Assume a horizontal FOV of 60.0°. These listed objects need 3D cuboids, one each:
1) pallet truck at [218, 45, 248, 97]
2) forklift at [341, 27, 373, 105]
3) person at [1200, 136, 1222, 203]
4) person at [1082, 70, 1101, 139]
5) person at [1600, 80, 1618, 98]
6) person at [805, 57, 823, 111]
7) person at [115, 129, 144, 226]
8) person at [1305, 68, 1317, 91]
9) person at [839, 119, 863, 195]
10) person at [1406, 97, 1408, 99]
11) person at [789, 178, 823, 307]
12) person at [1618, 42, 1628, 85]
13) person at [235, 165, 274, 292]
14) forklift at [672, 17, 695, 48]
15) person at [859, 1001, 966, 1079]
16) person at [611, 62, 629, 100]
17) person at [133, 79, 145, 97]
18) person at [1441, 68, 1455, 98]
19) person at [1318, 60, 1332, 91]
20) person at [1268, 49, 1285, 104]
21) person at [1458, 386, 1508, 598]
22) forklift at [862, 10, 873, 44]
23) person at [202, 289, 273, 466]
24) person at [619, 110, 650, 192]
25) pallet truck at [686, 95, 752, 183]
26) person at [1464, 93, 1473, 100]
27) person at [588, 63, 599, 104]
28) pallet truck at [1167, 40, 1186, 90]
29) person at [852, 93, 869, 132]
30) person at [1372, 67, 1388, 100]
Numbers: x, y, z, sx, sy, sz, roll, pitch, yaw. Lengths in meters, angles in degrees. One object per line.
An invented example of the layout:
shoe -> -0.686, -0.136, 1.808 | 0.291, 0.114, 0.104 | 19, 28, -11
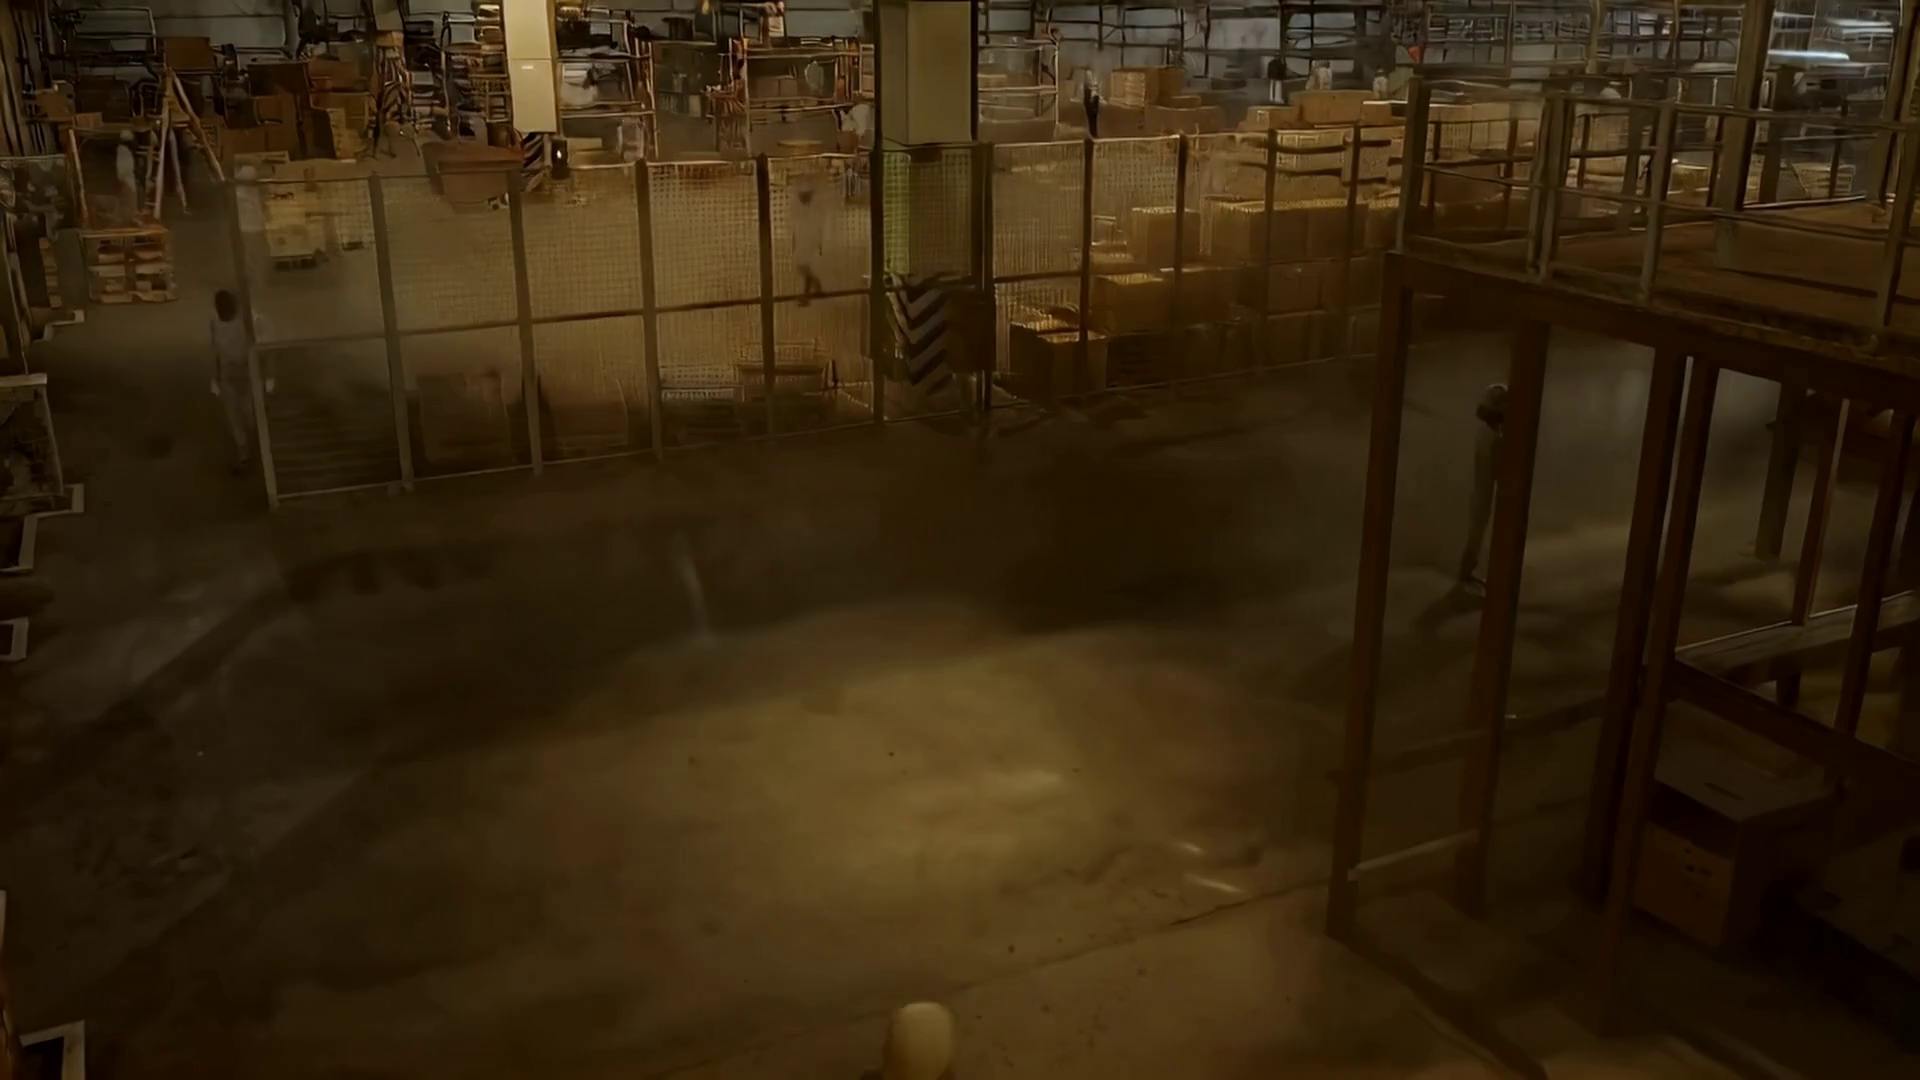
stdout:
pallet truck -> -28.879, -18.665, 66.111 | 0.823, 1.965, 1.885 | -3, 19, -9
forklift -> -22.273, -17.348, 60.959 | 1.873, 2.768, 1.129 | -9, 21, -25
person -> 4.915, -6.939, 32.343 | 0.399, 1.851, 0.549 | 13, 23, 32
person -> 3.892, -12.935, 49.433 | 0.539, 2.000, 0.689 | -3, 19, -8
person -> 18.617, -12.294, 47.762 | 0.553, 1.922, 0.729 | -4, 19, -12
person -> -5.189, -16.291, 59.340 | 0.651, 1.922, 0.453 | -8, 20, -21
person -> -16.438, -7.161, 32.909 | 0.455, 1.897, 0.605 | -4, 19, -12
person -> 12.180, -15.488, 57.493 | 0.805, 1.595, 0.523 | 9, 21, 24
person -> -2.441, -8.617, 37.445 | 0.537, 1.698, 0.320 | 0, 19, -1
person -> 12.363, -11.384, 45.179 | 0.613, 1.872, 0.952 | 4, 19, 12
person -> -2.311, -4.521, 25.218 | 0.558, 1.926, 0.630 | 10, 21, 27
person -> 28.786, -20.593, 71.934 | 0.429, 1.844, 0.624 | -14, 24, -36
person -> -11.163, -4.906, 26.255 | 0.492, 1.982, 0.631 | 5, 20, 15
forklift -> -11.994, -21.337, 72.523 | 1.129, 2.768, 1.873 | -13, 23, -33
person -> -0.107, 2.346, 5.330 | 0.618, 1.898, 0.960 | 6, 20, 18
person -> -12.117, -16.273, 59.324 | 0.641, 1.910, 0.913 | -15, 24, -38
person -> -25.297, -13.411, 51.436 | 0.522, 1.631, 0.324 | 7, 20, 19
person -> 16.451, -15.025, 56.031 | 0.539, 1.678, 0.611 | -6, 20, -16
person -> 12.548, -15.616, 57.467 | 0.614, 1.866, 0.631 | -13, 23, -32
person -> 11.854, -17.349, 62.297 | 0.612, 1.995, 0.376 | 6, 20, 16
person -> 4.292, -0.405, 13.560 | 0.312, 1.744, 0.487 | 6, 20, 17
forklift -> -4.614, -25.214, 83.762 | 1.873, 2.768, 1.129 | -7, 20, -18
person -> -7.413, -1.672, 17.103 | 0.650, 1.831, 0.445 | -1, 19, -3
person -> -7.465, -8.952, 38.243 | 0.636, 1.809, 0.828 | 3, 19, 7
pallet truck -> -5.836, -9.608, 39.856 | 0.823, 1.965, 1.885 | 10, 22, 27
person -> 14.003, -11.582, 45.804 | 0.698, 1.851, 0.528 | 4, 19, 12
person -> -12.998, -16.145, 58.927 | 0.380, 1.917, 0.586 | -9, 21, -24
pallet truck -> 9.045, -19.971, 69.895 | 0.823, 1.965, 1.885 | -3, 19, -8
person -> -2.504, -10.440, 42.447 | 1.032, 1.898, 0.646 | 14, 24, 36
person -> 13.325, -14.041, 52.817 | 0.561, 1.916, 0.552 | -9, 21, -24
